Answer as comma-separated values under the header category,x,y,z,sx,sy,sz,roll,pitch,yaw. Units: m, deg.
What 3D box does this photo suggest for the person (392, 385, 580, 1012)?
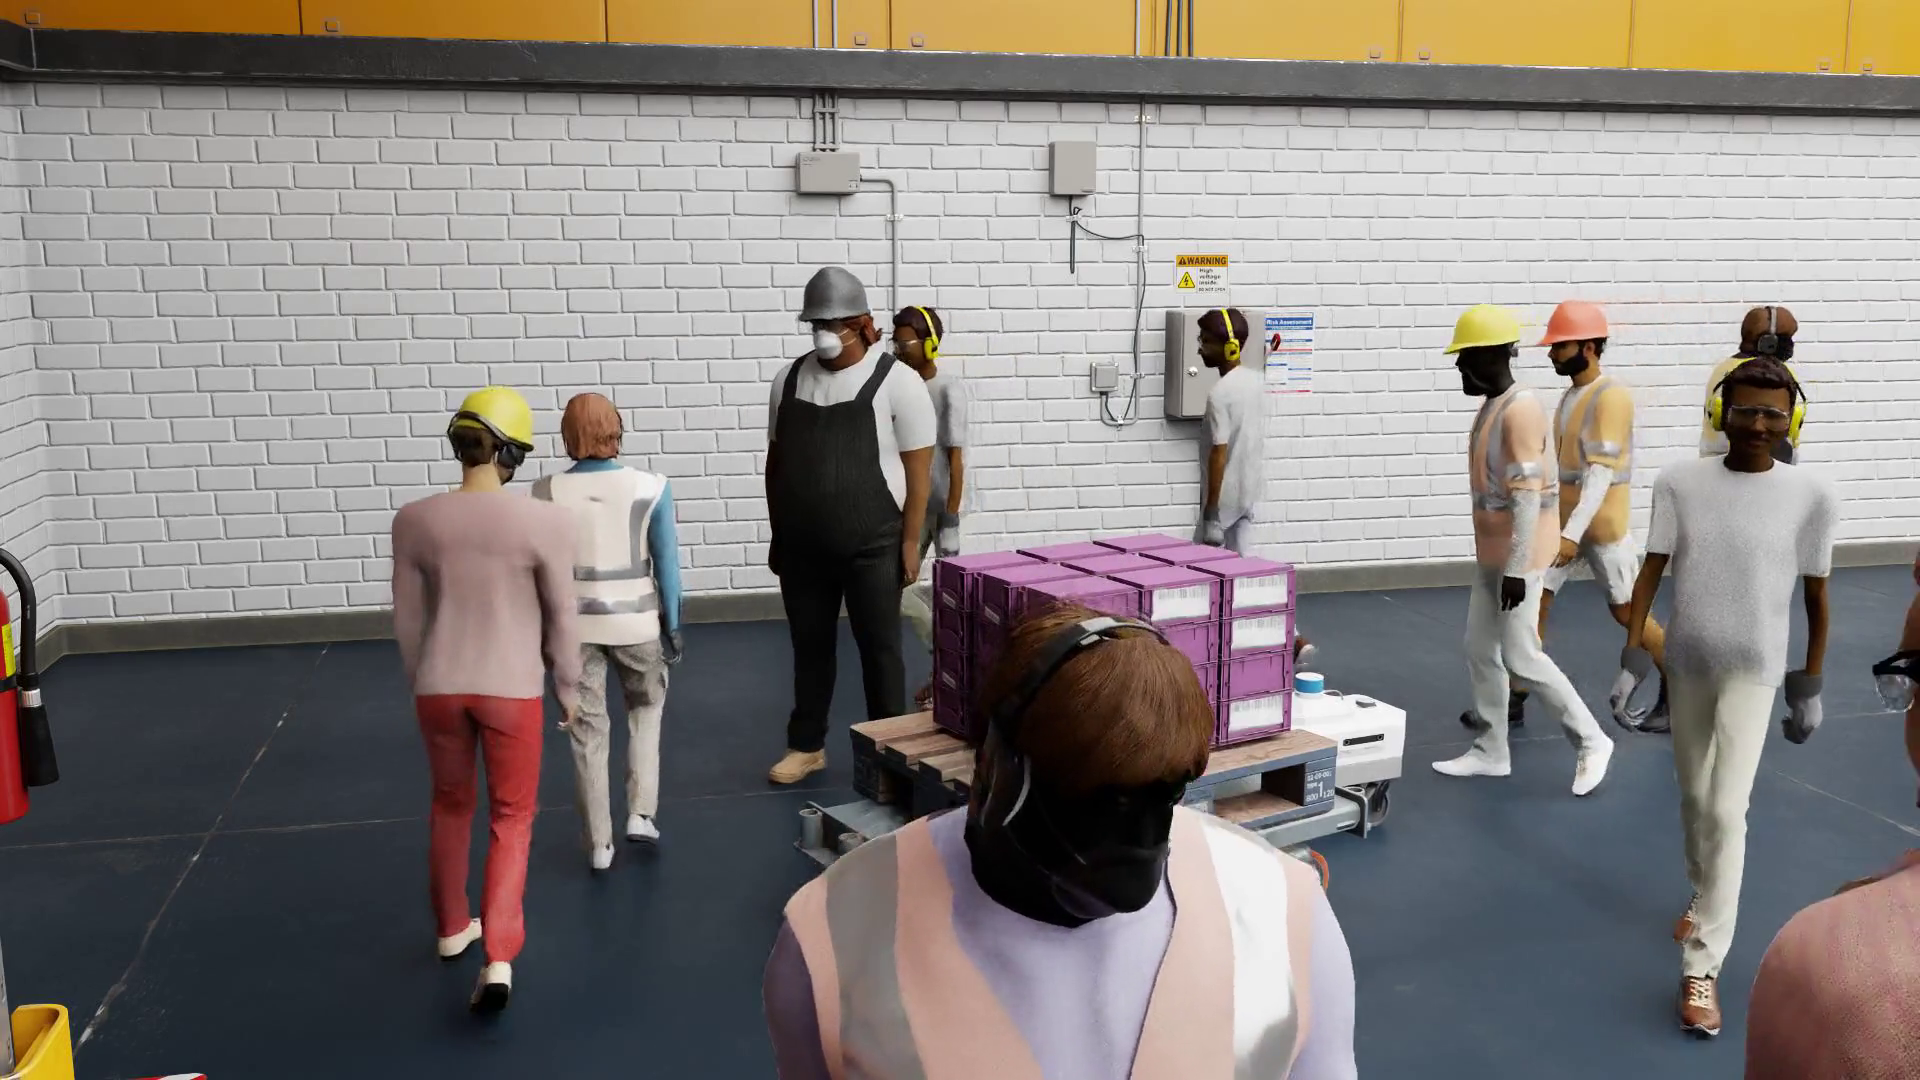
category,x,y,z,sx,sy,sz,roll,pitch,yaw
person,-1.363,0.442,4.652,0.536,1.721,0.680,1,10,6

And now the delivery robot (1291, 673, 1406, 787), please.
category,x,y,z,sx,sy,sz,roll,pitch,yaw
delivery robot,1.267,0.727,6.059,0.707,0.478,0.477,-5,11,-24

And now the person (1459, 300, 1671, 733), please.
category,x,y,z,sx,sy,sz,roll,pitch,yaw
person,2.753,-0.086,7.158,1.023,1.883,0.563,-2,10,-9

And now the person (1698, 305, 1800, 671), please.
category,x,y,z,sx,sy,sz,roll,pitch,yaw
person,3.842,-0.200,7.954,0.661,1.820,0.623,2,10,12

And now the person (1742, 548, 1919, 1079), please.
category,x,y,z,sx,sy,sz,roll,pitch,yaw
person,0.987,0.934,1.496,0.667,1.882,0.652,-3,11,-16

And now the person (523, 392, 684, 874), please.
category,x,y,z,sx,sy,sz,roll,pitch,yaw
person,-1.207,0.313,5.640,0.537,1.621,0.415,-2,10,-8

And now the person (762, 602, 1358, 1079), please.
category,x,y,z,sx,sy,sz,roll,pitch,yaw
person,0.115,0.934,1.781,0.616,1.788,0.923,-2,10,-11

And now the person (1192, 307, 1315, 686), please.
category,x,y,z,sx,sy,sz,roll,pitch,yaw
person,1.280,-0.176,7.799,0.781,1.825,0.543,9,13,39

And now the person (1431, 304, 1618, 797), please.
category,x,y,z,sx,sy,sz,roll,pitch,yaw
person,2.205,0.037,6.457,0.704,1.894,0.613,1,10,3

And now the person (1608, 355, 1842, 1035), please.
category,x,y,z,sx,sy,sz,roll,pitch,yaw
person,2.177,0.386,4.754,0.519,1.820,0.946,9,13,39

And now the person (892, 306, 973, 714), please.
category,x,y,z,sx,sy,sz,roll,pitch,yaw
person,-0.121,-0.107,7.358,0.387,1.850,0.542,-8,13,-38

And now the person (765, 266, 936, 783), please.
category,x,y,z,sx,sy,sz,roll,pitch,yaw
person,-0.469,-0.030,6.396,0.688,2.000,0.536,4,11,22
